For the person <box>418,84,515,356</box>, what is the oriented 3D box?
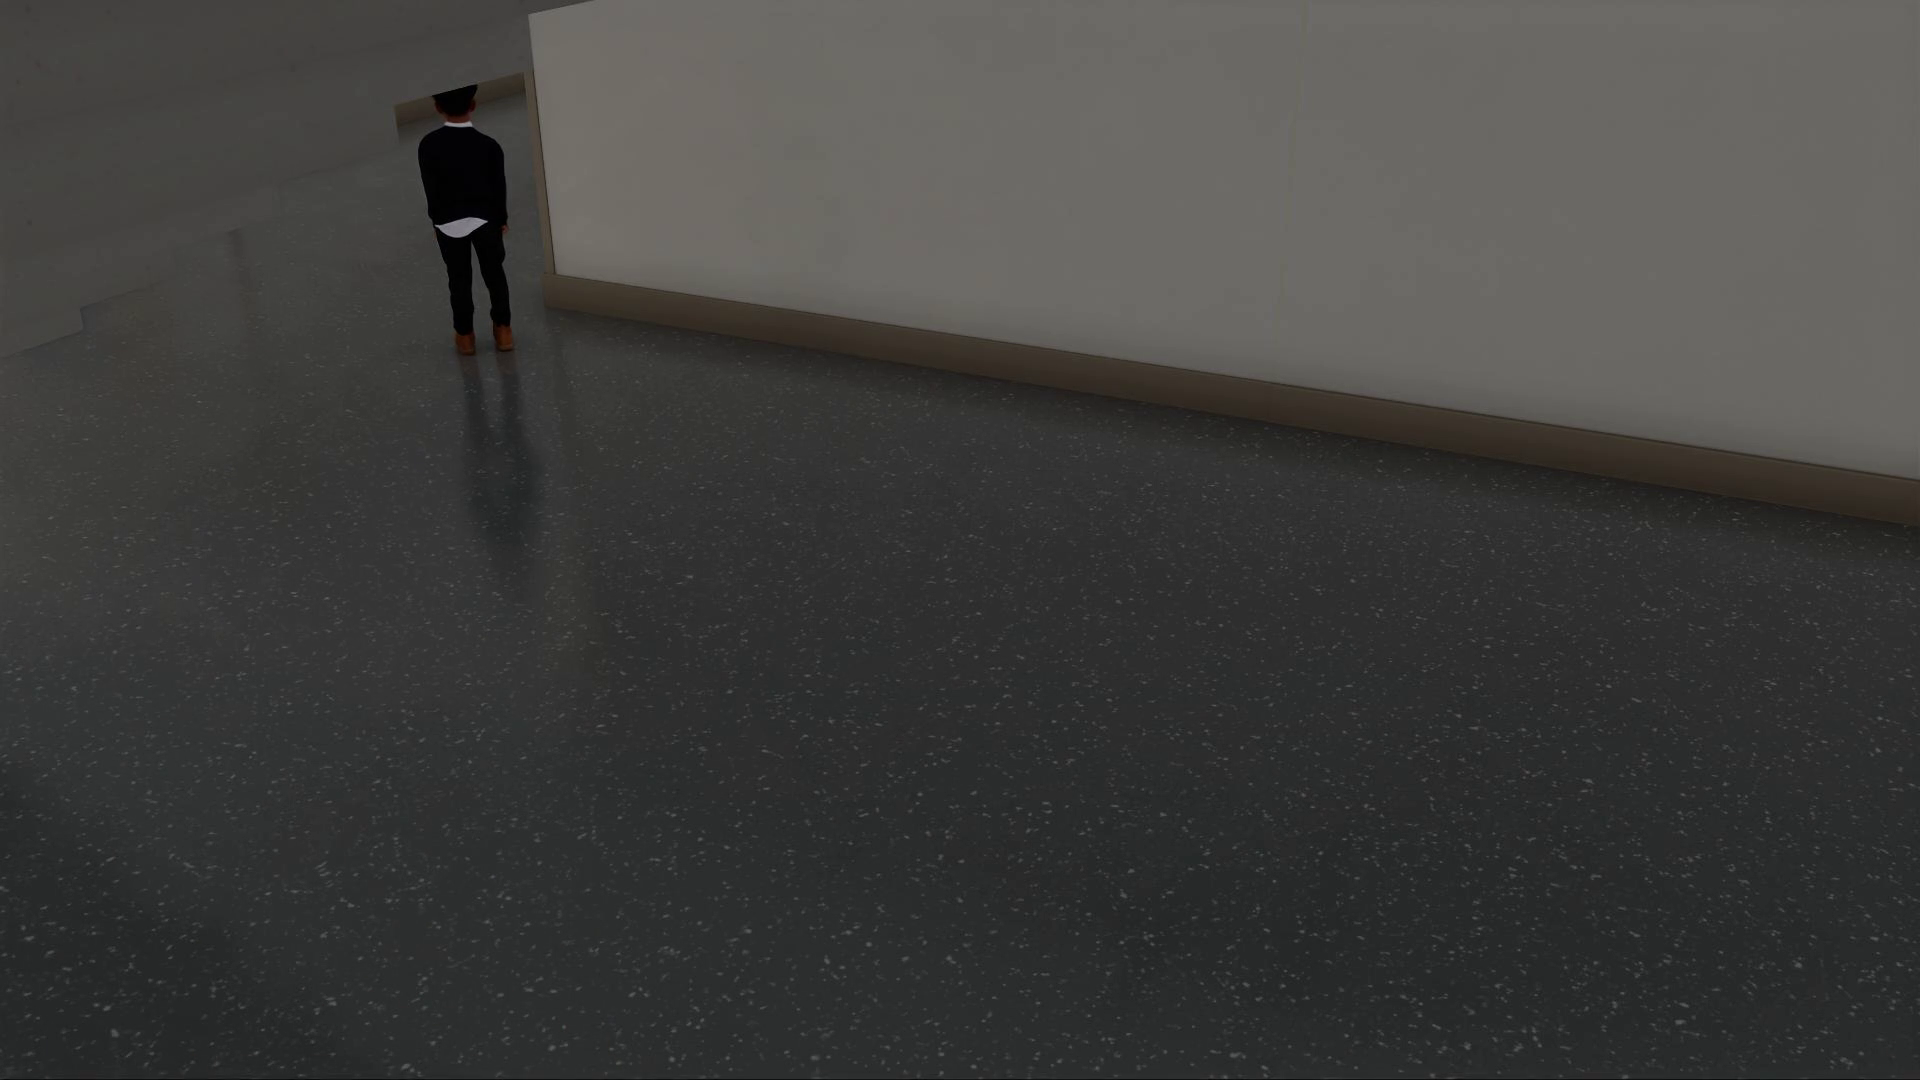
[{"bbox_3d":[-2.095,-1.399,7.077,0.574,1.223,0.633,-9,27,-18],"label":"person"}]
